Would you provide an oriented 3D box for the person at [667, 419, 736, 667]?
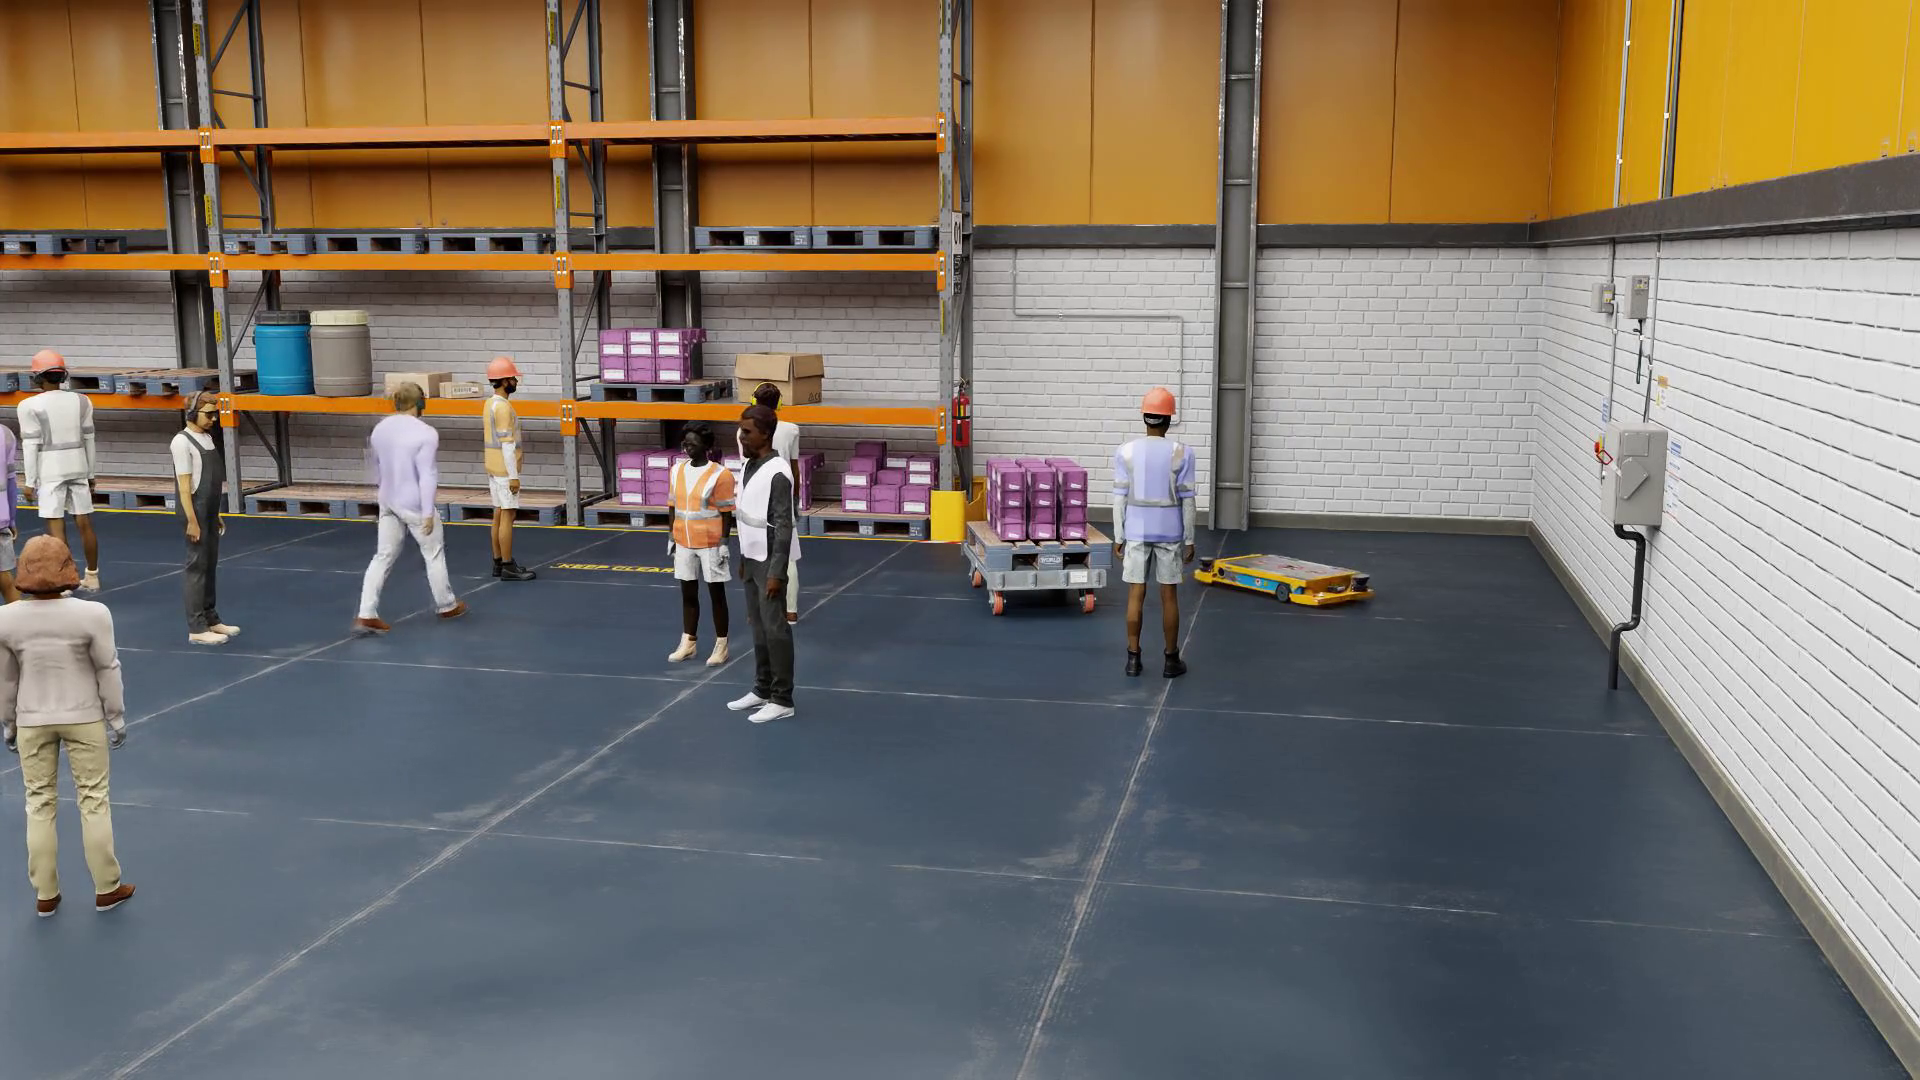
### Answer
[{"bbox_3d":[-1.785,0.018,11.412,0.535,1.698,0.318,4,11,25],"label":"person"}]

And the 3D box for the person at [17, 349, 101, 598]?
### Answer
[{"bbox_3d":[-7.427,-0.542,13.705,0.392,2.045,0.608,6,11,32],"label":"person"}]

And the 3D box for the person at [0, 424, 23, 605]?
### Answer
[{"bbox_3d":[-6.606,-0.113,11.168,0.393,2.041,0.614,2,10,11],"label":"person"}]

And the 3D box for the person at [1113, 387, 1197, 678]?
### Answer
[{"bbox_3d":[1.298,-0.046,11.084,0.552,1.935,0.367,2,10,14],"label":"person"}]

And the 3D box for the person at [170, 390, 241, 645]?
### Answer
[{"bbox_3d":[-5.496,-0.165,12.079,0.346,1.841,0.505,-1,10,-5],"label":"person"}]

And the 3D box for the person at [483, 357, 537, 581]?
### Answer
[{"bbox_3d":[-3.931,-0.613,14.428,0.351,1.942,0.545,-5,11,-29],"label":"person"}]

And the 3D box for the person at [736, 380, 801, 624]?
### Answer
[{"bbox_3d":[-1.454,-0.270,12.609,0.519,1.873,0.335,-5,11,-26],"label":"person"}]

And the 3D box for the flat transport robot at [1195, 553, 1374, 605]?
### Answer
[{"bbox_3d":[2.694,0.310,13.904,0.652,0.197,1.431,-7,12,-34],"label":"flat transport robot"}]

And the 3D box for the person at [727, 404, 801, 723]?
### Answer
[{"bbox_3d":[-1.179,0.132,10.080,0.392,1.921,0.593,-5,11,-28],"label":"person"}]

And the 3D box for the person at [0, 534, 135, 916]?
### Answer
[{"bbox_3d":[-3.808,0.784,7.057,0.500,1.636,0.282,-2,10,-13],"label":"person"}]

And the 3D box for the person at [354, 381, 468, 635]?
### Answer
[{"bbox_3d":[-4.162,-0.243,12.463,0.631,1.890,1.024,4,10,23],"label":"person"}]
